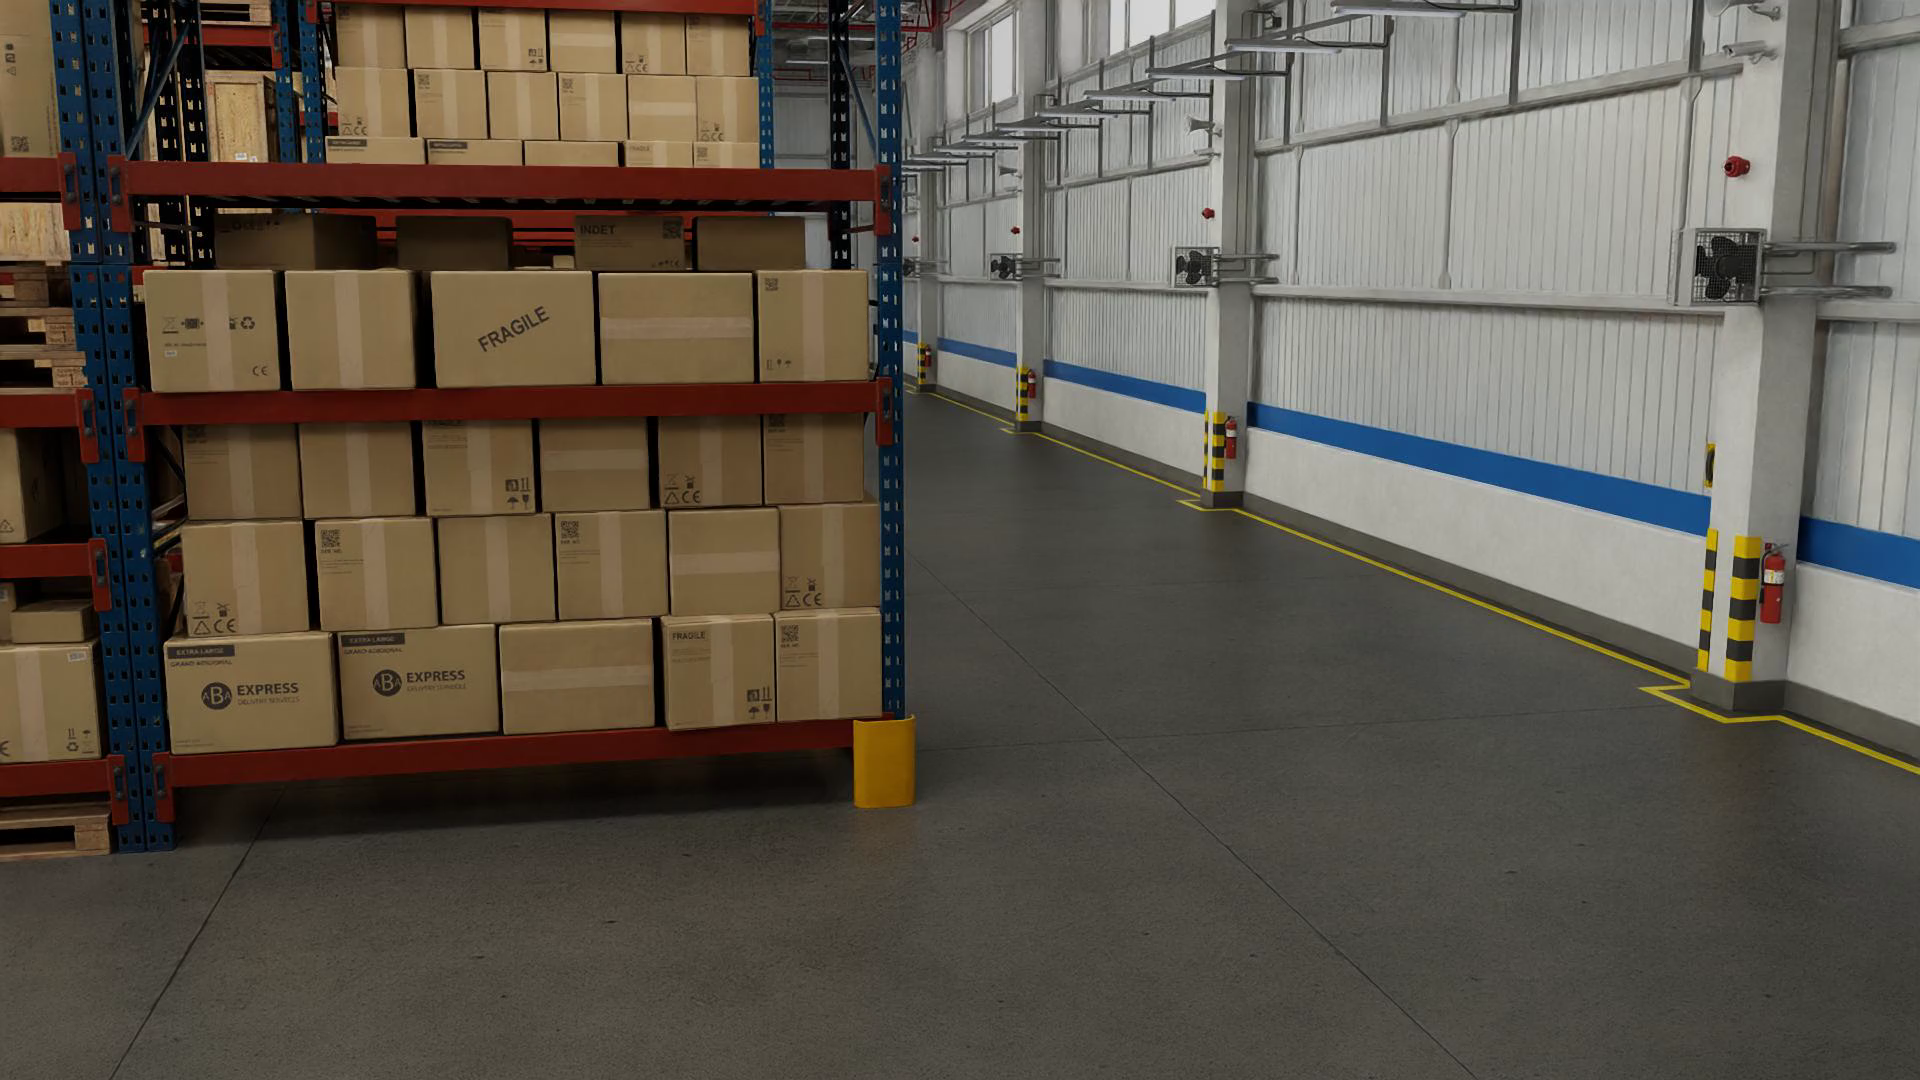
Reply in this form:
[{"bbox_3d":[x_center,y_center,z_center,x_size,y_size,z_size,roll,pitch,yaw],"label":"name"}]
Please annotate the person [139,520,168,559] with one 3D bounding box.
[{"bbox_3d":[-6.346,0.026,12.850,0.454,1.830,0.631,-2,9,-11],"label":"person"}]
